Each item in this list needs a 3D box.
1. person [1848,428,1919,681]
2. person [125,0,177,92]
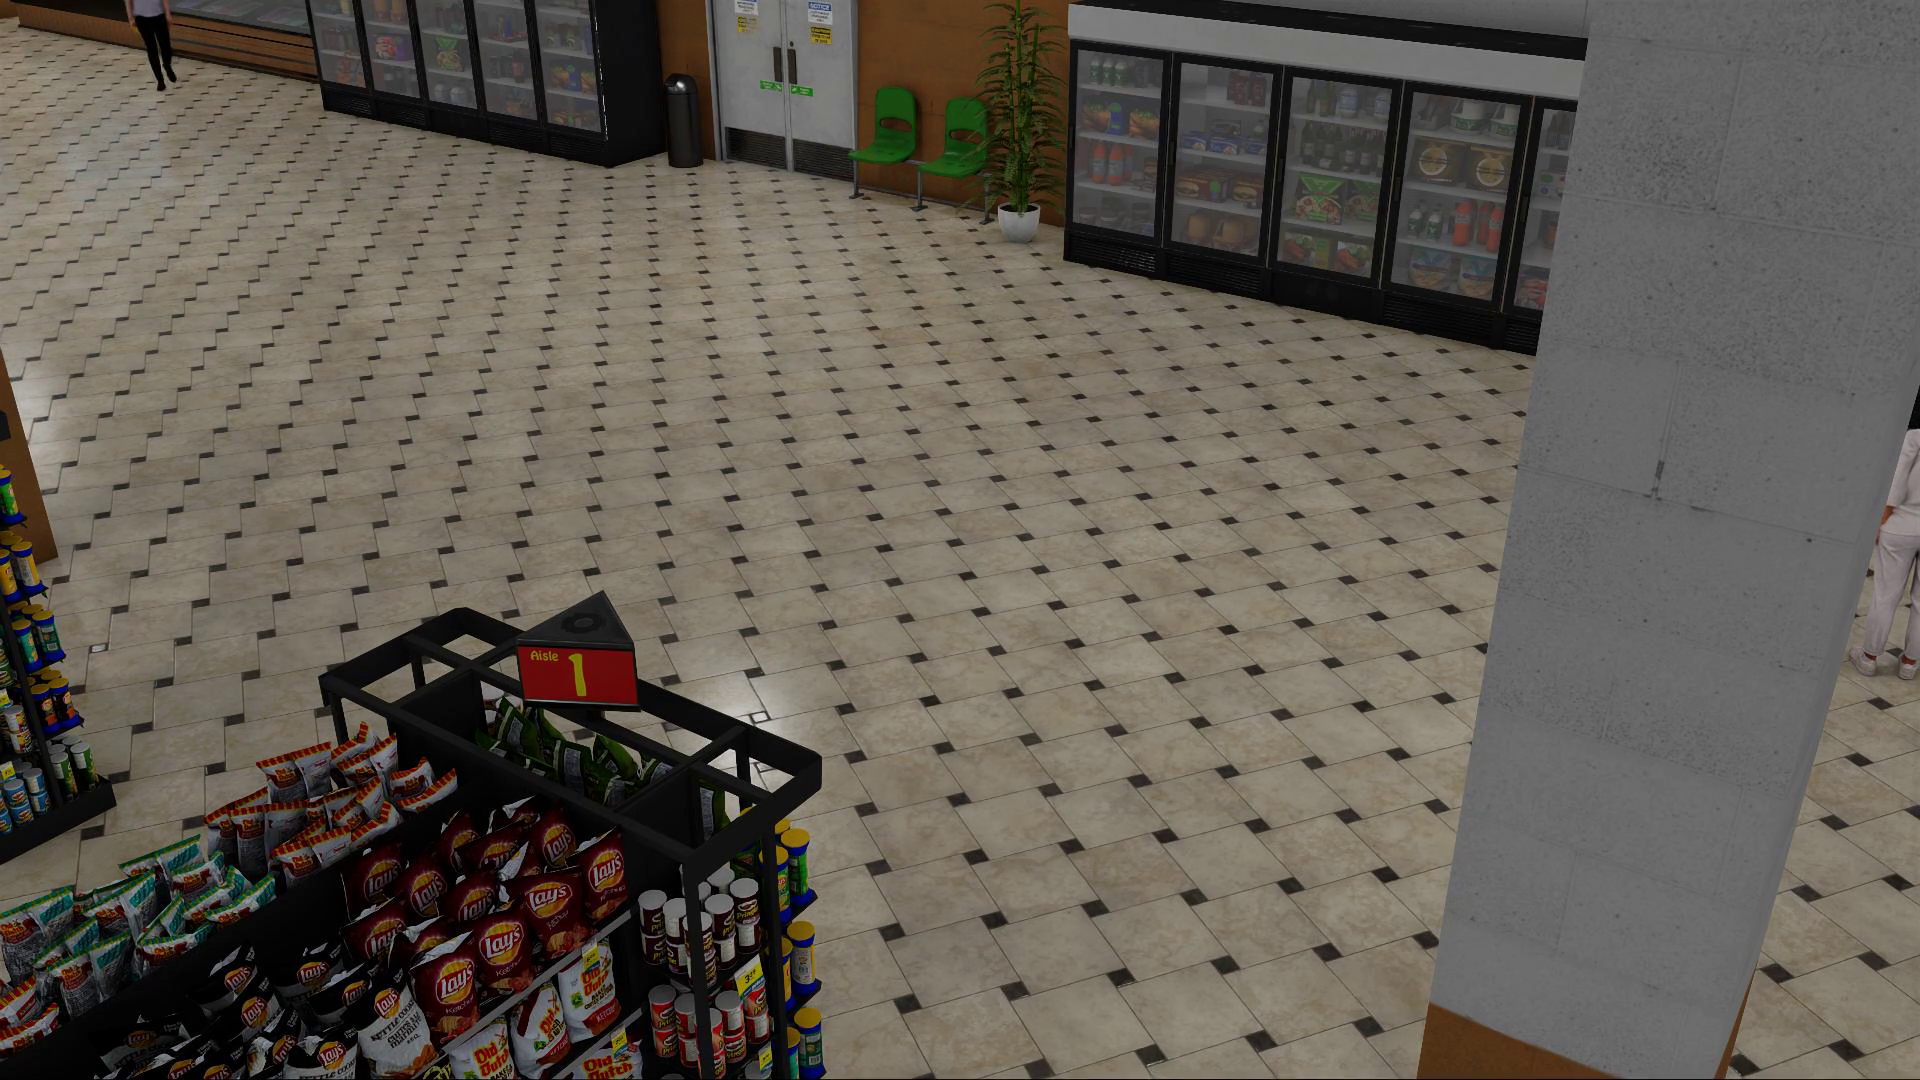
[{"bbox_3d":[4.965,-0.057,8.568,0.668,1.689,0.639,8,28,15],"label":"person"},{"bbox_3d":[-10.635,-6.886,21.852,0.875,1.853,0.934,-10,29,-19],"label":"person"}]
